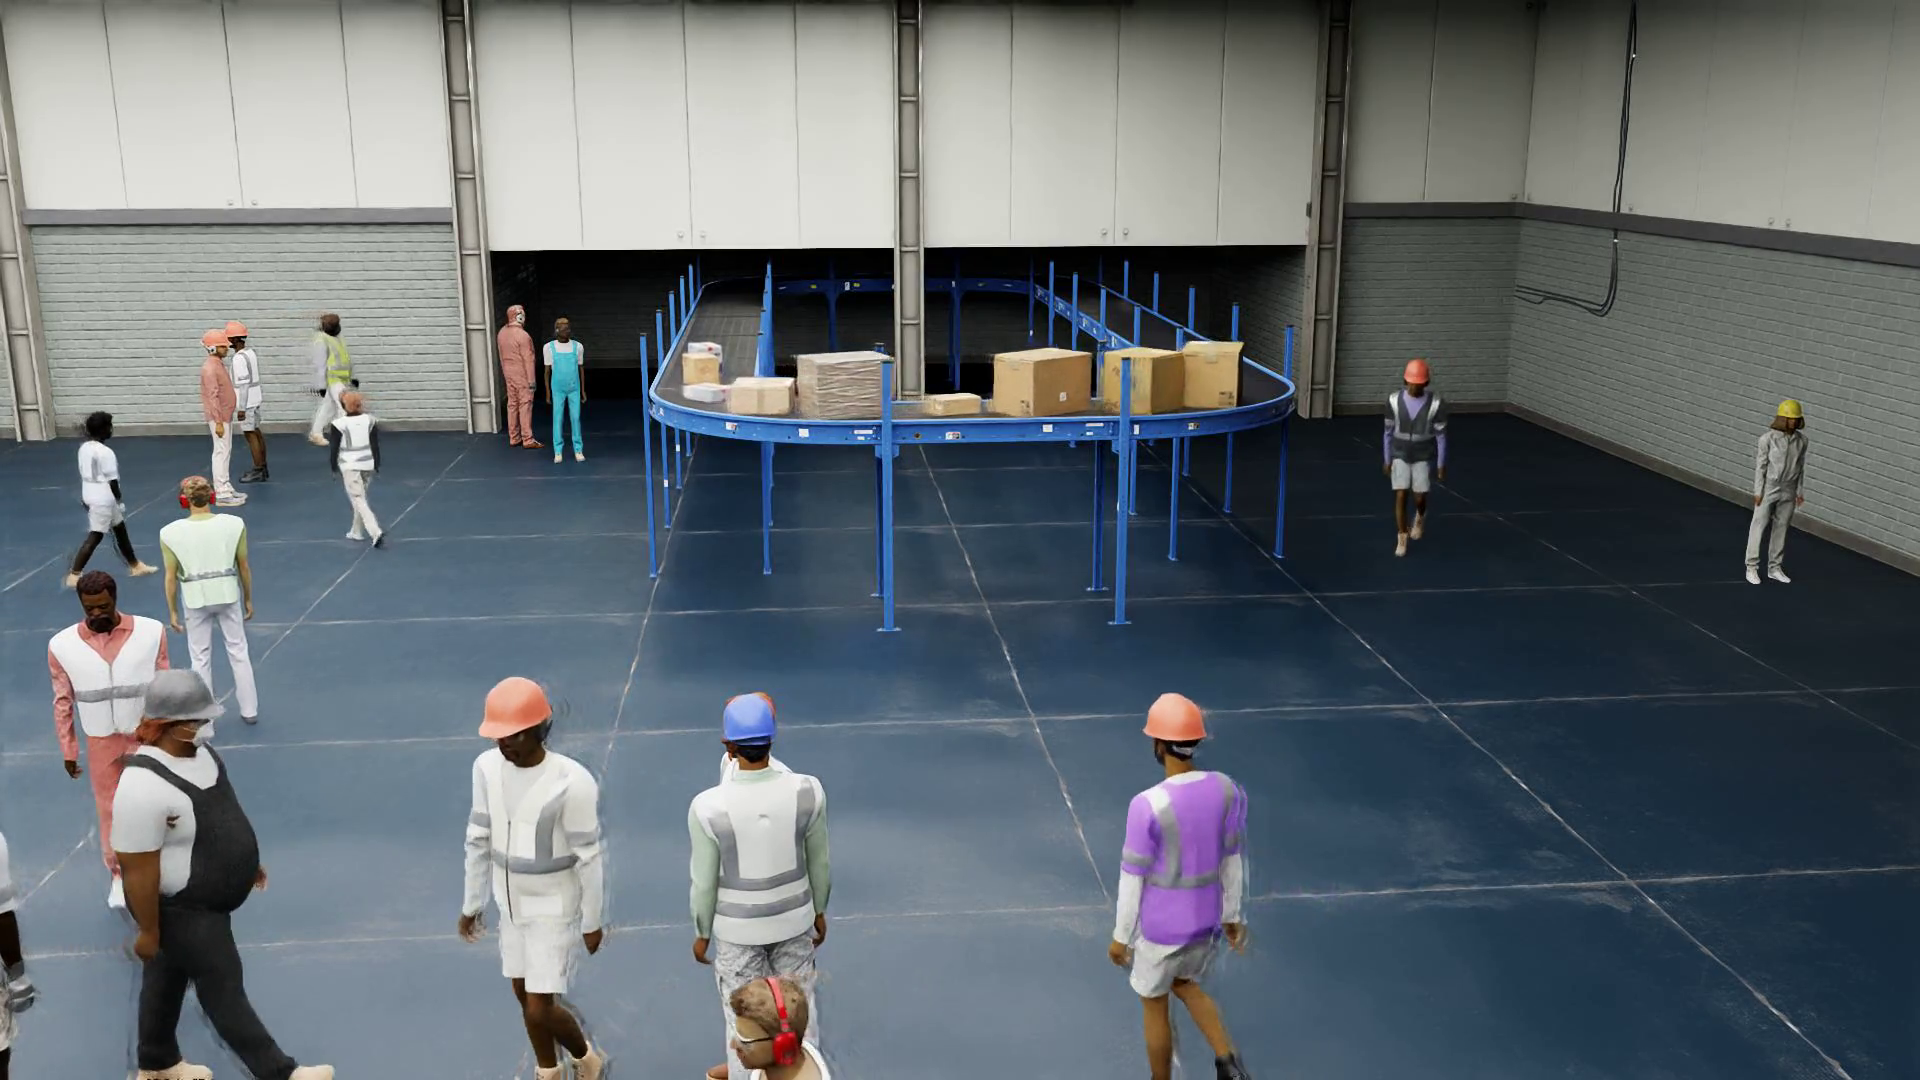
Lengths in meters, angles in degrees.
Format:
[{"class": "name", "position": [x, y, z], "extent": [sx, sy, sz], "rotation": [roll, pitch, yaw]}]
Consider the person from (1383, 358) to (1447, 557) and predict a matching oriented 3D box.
[{"class": "person", "position": [4.531, -0.842, 16.612], "extent": [0.615, 2.009, 0.685], "rotation": [6, 15, 22]}]

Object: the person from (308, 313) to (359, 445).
[{"class": "person", "position": [-8.350, -2.123, 22.151], "extent": [0.944, 1.805, 0.630], "rotation": [0, 14, 1]}]

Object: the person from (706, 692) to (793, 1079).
[{"class": "person", "position": [-0.889, 1.561, 7.231], "extent": [0.355, 1.882, 0.575], "rotation": [-11, 18, -38]}]

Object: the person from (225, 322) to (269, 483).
[{"class": "person", "position": [-8.594, -1.653, 19.977], "extent": [0.376, 1.936, 0.549], "rotation": [-2, 14, -8]}]

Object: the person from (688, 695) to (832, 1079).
[{"class": "person", "position": [-0.836, 1.591, 6.999], "extent": [0.602, 1.938, 0.404], "rotation": [-5, 15, -21]}]

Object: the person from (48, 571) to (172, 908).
[{"class": "person", "position": [-4.614, 1.074, 9.137], "extent": [0.604, 1.906, 0.405], "rotation": [-7, 16, -26]}]

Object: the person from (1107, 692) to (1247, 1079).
[{"class": "person", "position": [0.941, 1.594, 7.030], "extent": [0.568, 1.916, 0.547], "rotation": [-10, 17, -34]}]

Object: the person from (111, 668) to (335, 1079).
[{"class": "person", "position": [-3.241, 1.483, 7.221], "extent": [0.971, 2.000, 0.701], "rotation": [-2, 14, -8]}]

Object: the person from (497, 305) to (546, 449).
[{"class": "person", "position": [-5.820, -2.161, 22.063], "extent": [0.642, 1.913, 0.409], "rotation": [12, 18, 40]}]

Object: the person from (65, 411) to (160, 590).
[{"class": "person", "position": [-7.992, -0.373, 15.453], "extent": [0.533, 1.645, 0.881], "rotation": [13, 19, 42]}]

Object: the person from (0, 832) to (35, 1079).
[{"class": "person", "position": [-3.987, 1.686, 6.578], "extent": [0.615, 1.959, 0.374], "rotation": [1, 14, 3]}]

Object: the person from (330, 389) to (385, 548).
[{"class": "person", "position": [-6.125, -0.731, 16.955], "extent": [0.770, 1.614, 0.522], "rotation": [10, 17, 36]}]

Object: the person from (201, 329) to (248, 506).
[{"class": "person", "position": [-8.332, -1.386, 18.793], "extent": [0.390, 1.992, 0.624], "rotation": [-4, 15, -15]}]

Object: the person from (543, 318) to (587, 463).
[{"class": "person", "position": [-5.017, -1.903, 21.161], "extent": [0.513, 1.846, 0.335], "rotation": [-5, 15, -20]}]

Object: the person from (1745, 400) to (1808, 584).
[{"class": "person", "position": [7.664, -0.449, 15.554], "extent": [0.484, 1.745, 0.297], "rotation": [-2, 14, -7]}]

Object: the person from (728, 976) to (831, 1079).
[{"class": "person", "position": [-0.501, 2.146, 4.989], "extent": [0.445, 1.831, 0.560], "rotation": [-5, 15, -21]}]

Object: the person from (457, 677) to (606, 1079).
[{"class": "person", "position": [-1.813, 1.543, 7.014], "extent": [0.612, 2.025, 0.417], "rotation": [8, 16, 30]}]

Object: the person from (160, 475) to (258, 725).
[{"class": "person", "position": [-5.285, 0.458, 11.746], "extent": [0.563, 1.835, 0.384], "rotation": [-9, 17, -32]}]
